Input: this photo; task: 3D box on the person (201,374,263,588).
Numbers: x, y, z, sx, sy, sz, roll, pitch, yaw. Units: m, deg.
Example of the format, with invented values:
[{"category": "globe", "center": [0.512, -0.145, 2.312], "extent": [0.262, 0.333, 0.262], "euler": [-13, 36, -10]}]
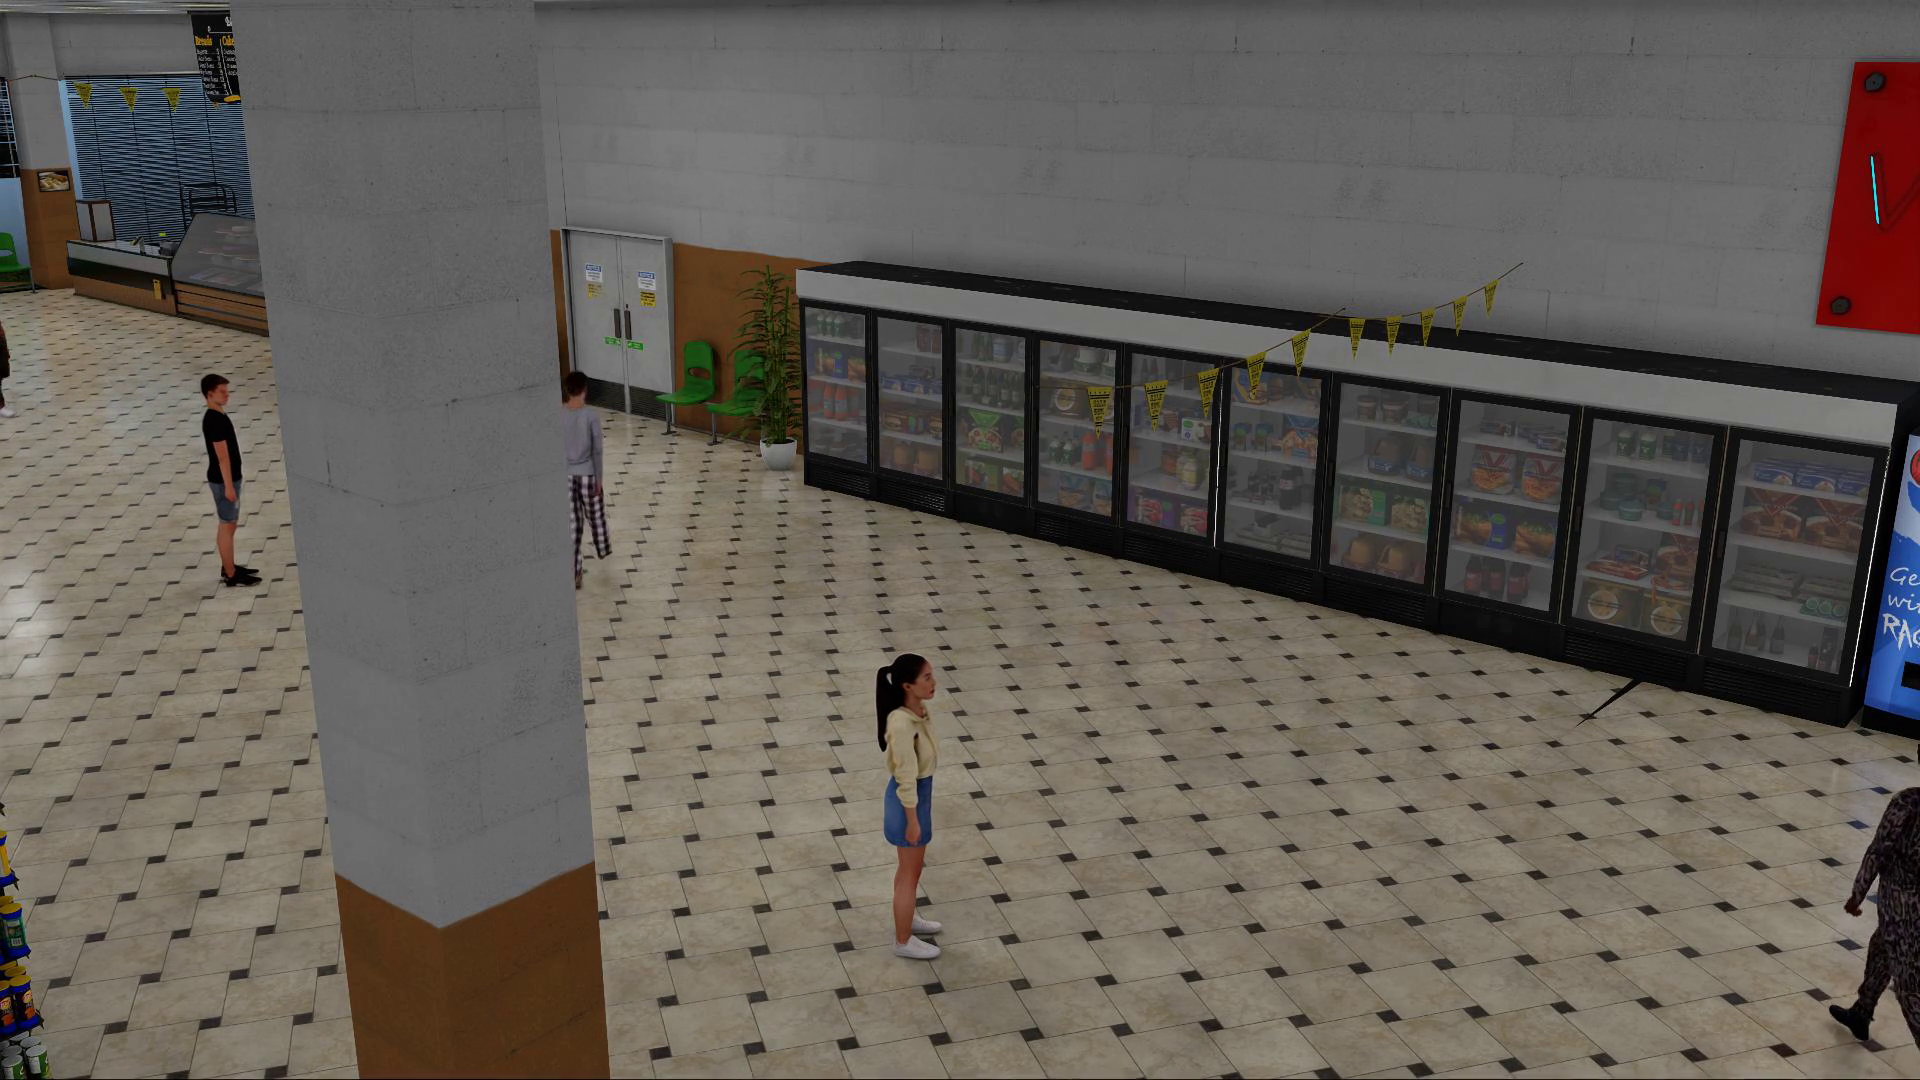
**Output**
[{"category": "person", "center": [-6.381, -0.524, 14.410], "extent": [0.716, 1.846, 0.732], "euler": [-7, 18, -23]}]

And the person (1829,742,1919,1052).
[{"category": "person", "center": [4.280, 1.696, 7.396], "extent": [1.103, 1.674, 1.121], "euler": [-3, 17, -8]}]

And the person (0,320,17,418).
[{"category": "person", "center": [-12.171, -2.382, 20.805], "extent": [0.786, 1.685, 0.893], "euler": [8, 19, 24]}]

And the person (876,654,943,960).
[{"category": "person", "center": [-0.260, 1.356, 8.588], "extent": [0.787, 1.632, 0.701], "euler": [1, 17, 2]}]

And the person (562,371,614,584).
[{"category": "person", "center": [-3.338, -0.508, 14.431], "extent": [1.103, 1.804, 1.201], "euler": [0, 17, -1]}]
